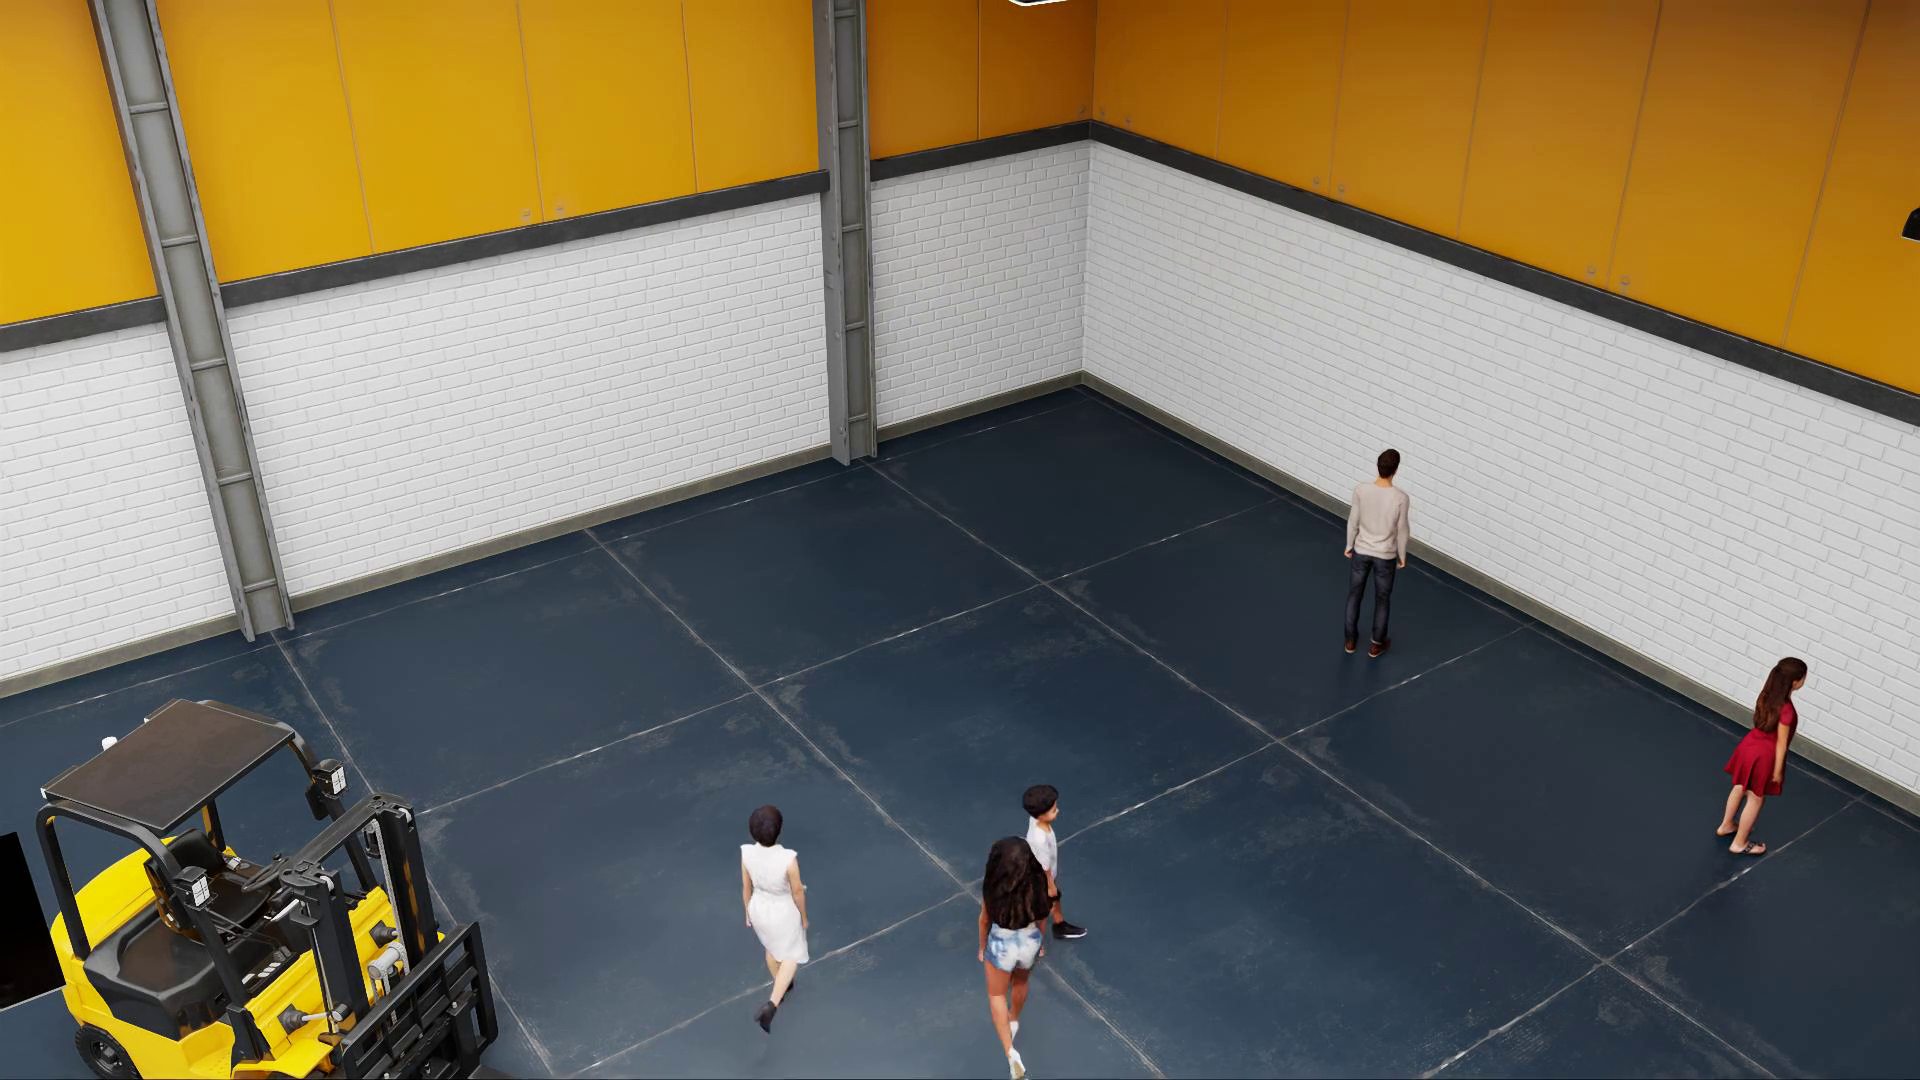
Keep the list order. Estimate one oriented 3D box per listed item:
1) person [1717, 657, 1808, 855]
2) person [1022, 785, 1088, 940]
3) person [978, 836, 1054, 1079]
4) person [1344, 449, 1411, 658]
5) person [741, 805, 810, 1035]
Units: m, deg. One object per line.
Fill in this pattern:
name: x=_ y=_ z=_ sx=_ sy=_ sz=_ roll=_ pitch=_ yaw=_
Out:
person: x=5.566 y=1.481 z=11.528 sx=0.729 sy=1.552 sz=0.668 roll=-1 pitch=29 yaw=-1
person: x=0.441 y=2.122 z=10.676 sx=0.942 sy=1.243 sz=0.787 roll=-1 pitch=29 yaw=-2
person: x=0.320 y=2.443 z=9.705 sx=0.930 sy=1.609 sz=0.826 roll=-7 pitch=29 yaw=-12
person: x=3.421 y=0.105 z=13.723 sx=0.744 sy=1.865 sz=0.729 roll=13 pitch=31 yaw=23
person: x=-1.128 y=2.308 z=10.028 sx=0.825 sy=1.537 sz=0.942 roll=9 pitch=30 yaw=17
